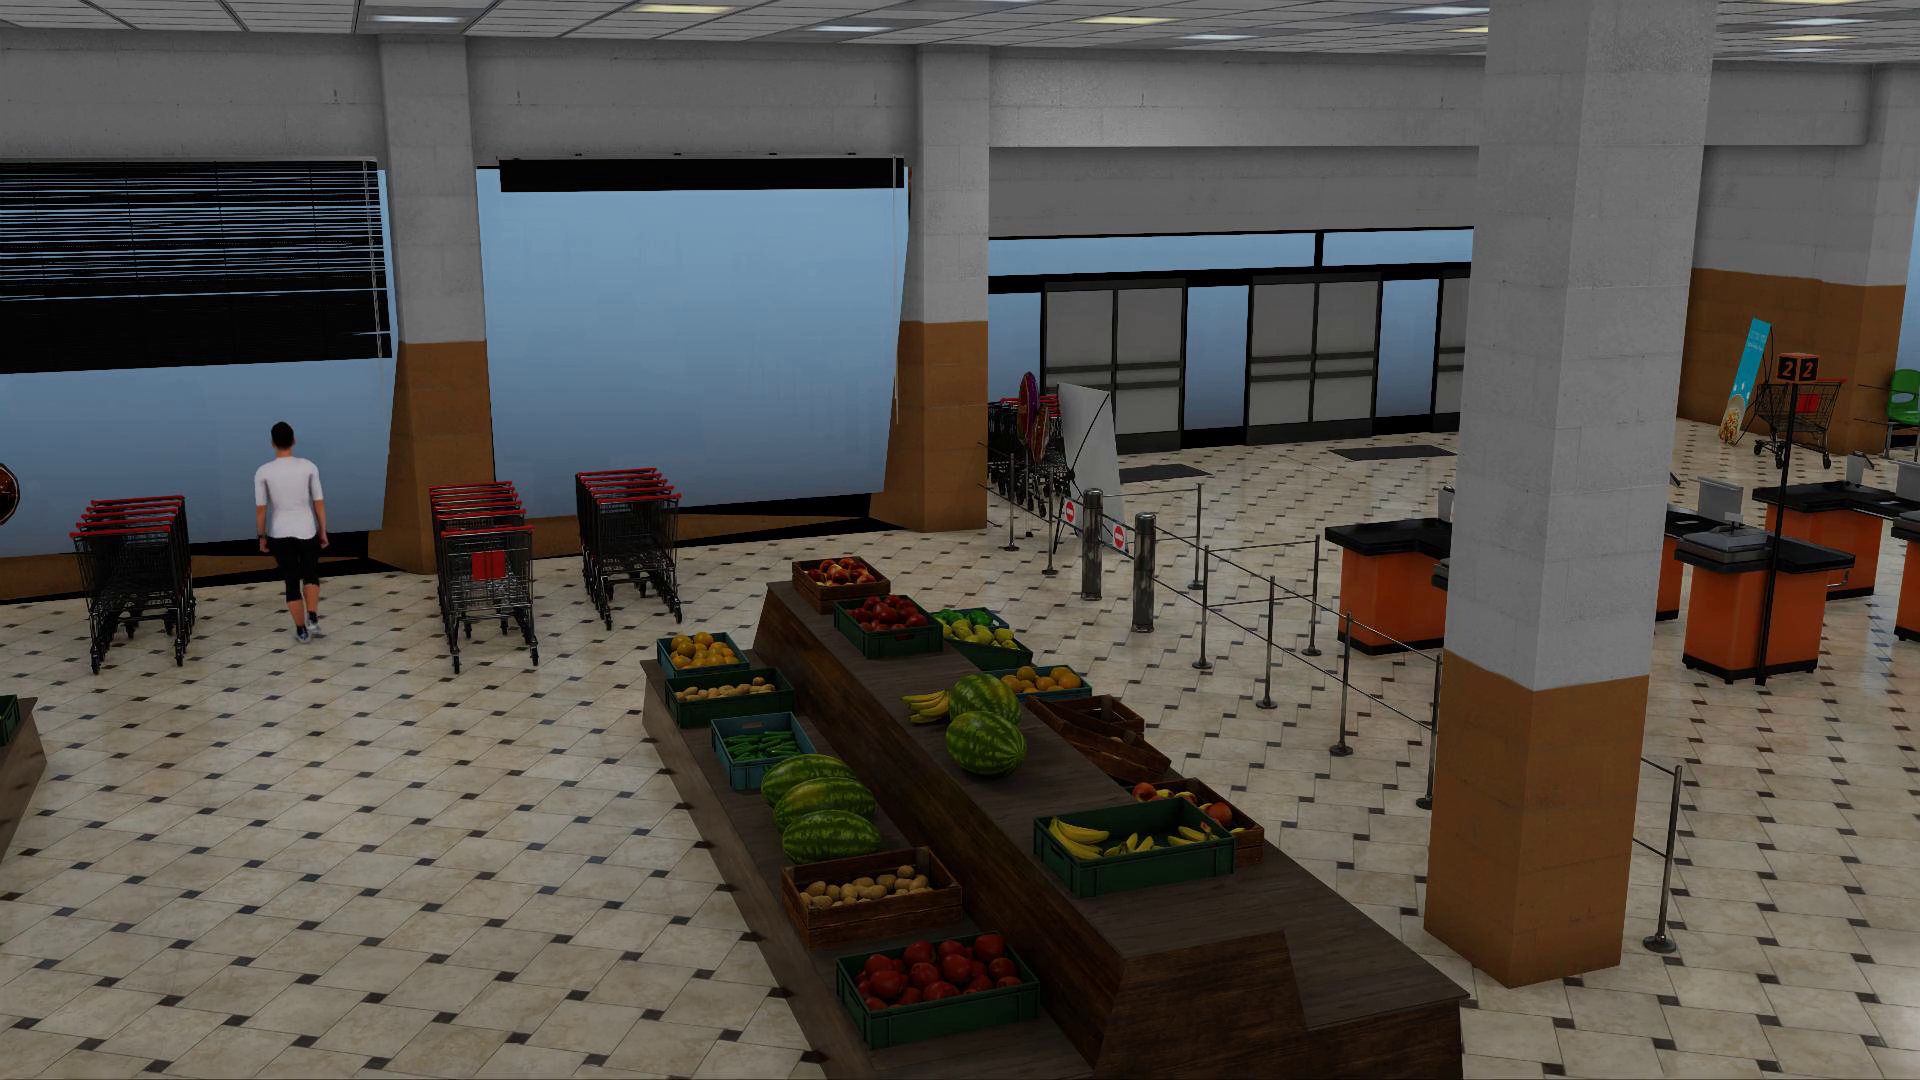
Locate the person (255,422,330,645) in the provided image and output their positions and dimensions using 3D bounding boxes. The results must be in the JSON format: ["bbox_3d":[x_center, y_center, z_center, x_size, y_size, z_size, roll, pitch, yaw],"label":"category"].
[{"bbox_3d":[-5.449,-0.036,13.632,0.724,1.843,0.667,-7,15,-27],"label":"person"}]
